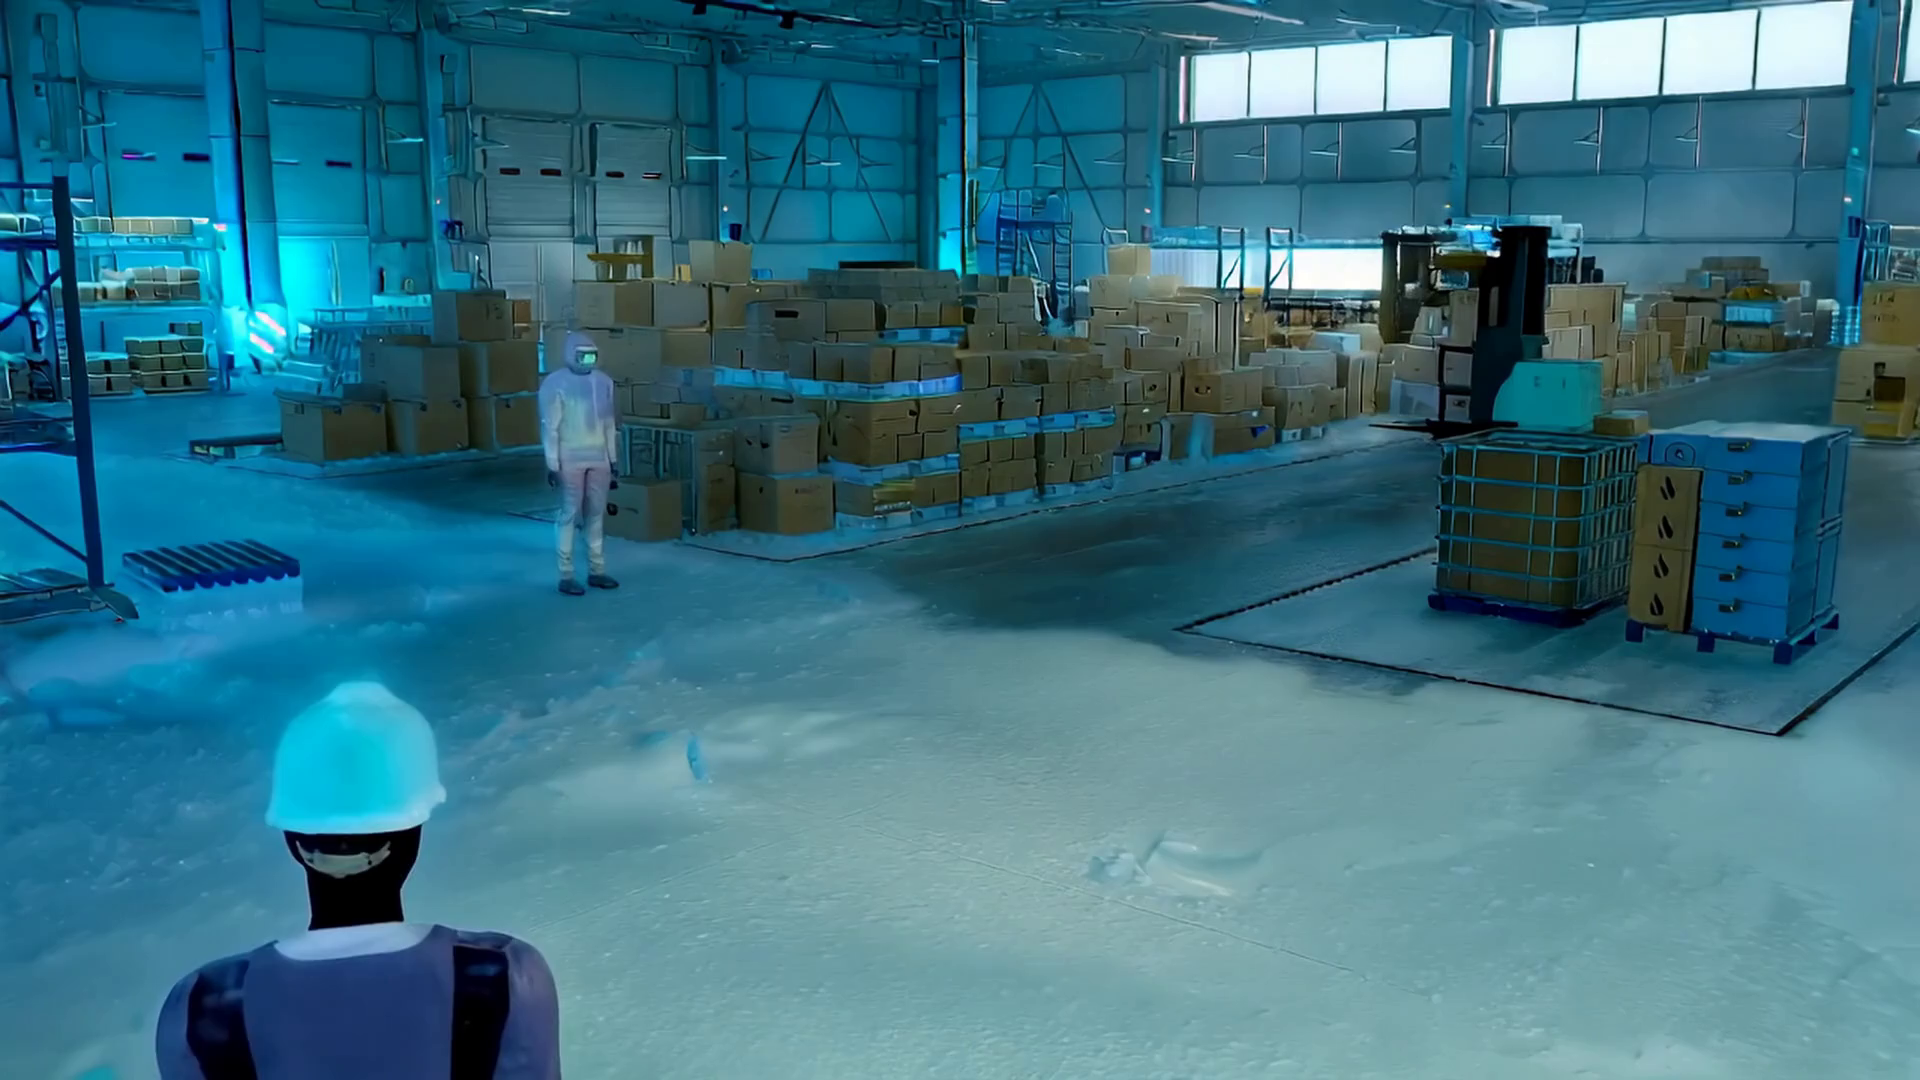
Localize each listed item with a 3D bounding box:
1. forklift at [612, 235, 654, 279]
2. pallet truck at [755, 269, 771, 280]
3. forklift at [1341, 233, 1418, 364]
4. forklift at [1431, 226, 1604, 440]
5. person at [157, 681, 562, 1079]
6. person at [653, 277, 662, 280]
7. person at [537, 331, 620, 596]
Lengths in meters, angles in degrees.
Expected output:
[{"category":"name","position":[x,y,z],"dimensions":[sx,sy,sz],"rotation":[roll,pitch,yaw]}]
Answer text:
[{"category":"forklift","position":[-7.300,-5.450,37.421],"dimensions":[1.873,2.768,1.129],"rotation":[8,13,40]},{"category":"pallet truck","position":[-4.996,-6.432,45.525],"dimensions":[1.885,1.965,0.823],"rotation":[-6,12,-32]},{"category":"forklift","position":[8.358,-4.466,31.817],"dimensions":[1.873,2.768,1.129],"rotation":[8,13,40]},{"category":"forklift","position":[7.339,-2.688,21.696],"dimensions":[1.873,2.768,1.129],"rotation":[8,13,40]},{"category":"person","position":[-0.846,1.161,2.464],"dimensions":[0.545,1.938,0.361],"rotation":[-3,10,-15]},{"category":"person","position":[-6.517,-4.725,36.010],"dimensions":[0.636,1.931,0.377],"rotation":[-5,11,-25]},{"category":"person","position":[-2.798,-0.569,12.309],"dimensions":[0.368,1.940,0.632],"rotation":[9,13,41]}]
